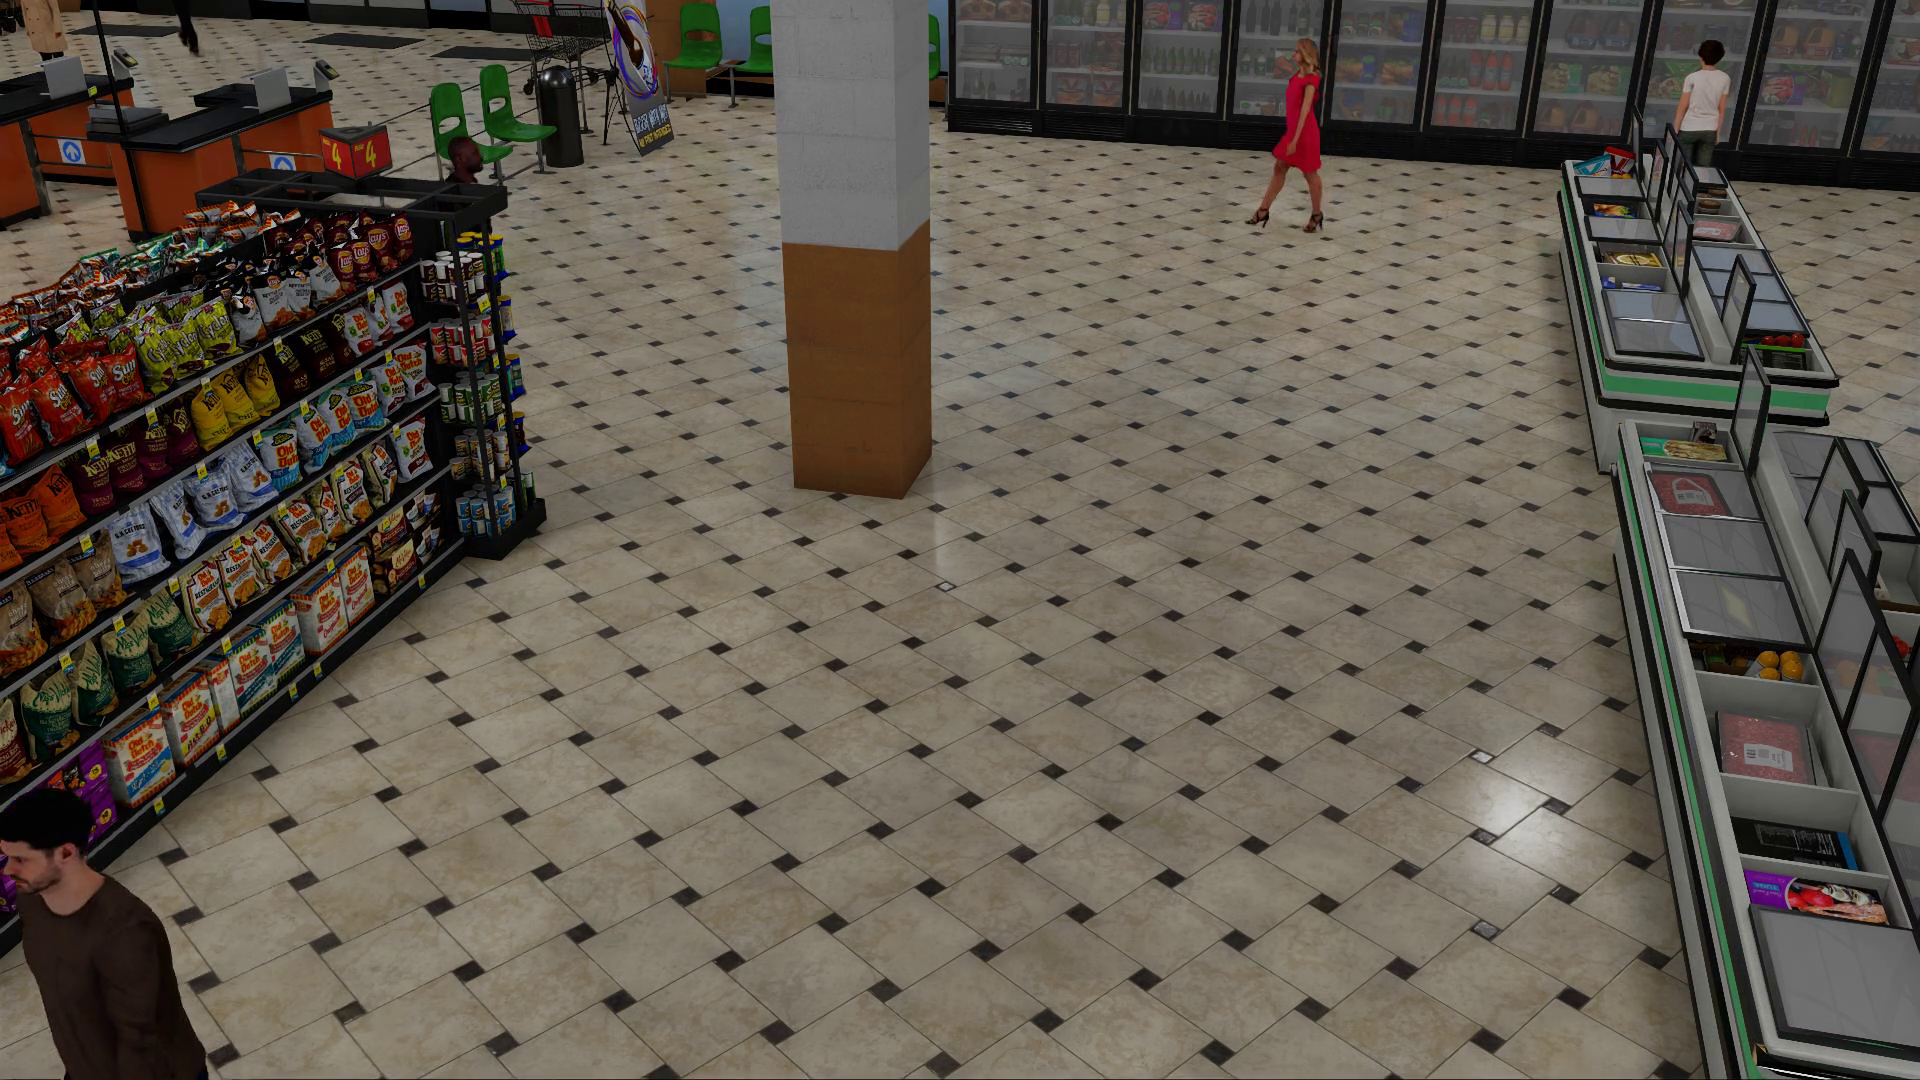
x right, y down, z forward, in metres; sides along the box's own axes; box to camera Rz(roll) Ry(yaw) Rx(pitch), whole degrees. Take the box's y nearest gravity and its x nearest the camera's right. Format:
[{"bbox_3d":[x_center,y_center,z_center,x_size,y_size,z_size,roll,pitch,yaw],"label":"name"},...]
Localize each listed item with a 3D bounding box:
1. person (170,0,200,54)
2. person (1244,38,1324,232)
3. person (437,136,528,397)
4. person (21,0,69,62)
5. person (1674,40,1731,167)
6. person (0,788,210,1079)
[{"bbox_3d":[-10.469,-7.379,22.290,1.143,1.680,1.132,-19,33,-33],"label":"person"},{"bbox_3d":[3.113,-3.559,14.735,0.947,1.699,0.996,-7,28,-14],"label":"person"},{"bbox_3d":[-3.316,-1.775,11.101,0.837,1.805,0.835,1,27,1],"label":"person"},{"bbox_3d":[-10.782,-6.021,19.610,0.633,1.682,0.512,7,28,13],"label":"person"},{"bbox_3d":[6.639,-3.650,14.970,0.580,1.650,0.549,4,27,8],"label":"person"},{"bbox_3d":[-2.270,1.440,4.711,0.797,1.850,1.131,13,30,24],"label":"person"}]
